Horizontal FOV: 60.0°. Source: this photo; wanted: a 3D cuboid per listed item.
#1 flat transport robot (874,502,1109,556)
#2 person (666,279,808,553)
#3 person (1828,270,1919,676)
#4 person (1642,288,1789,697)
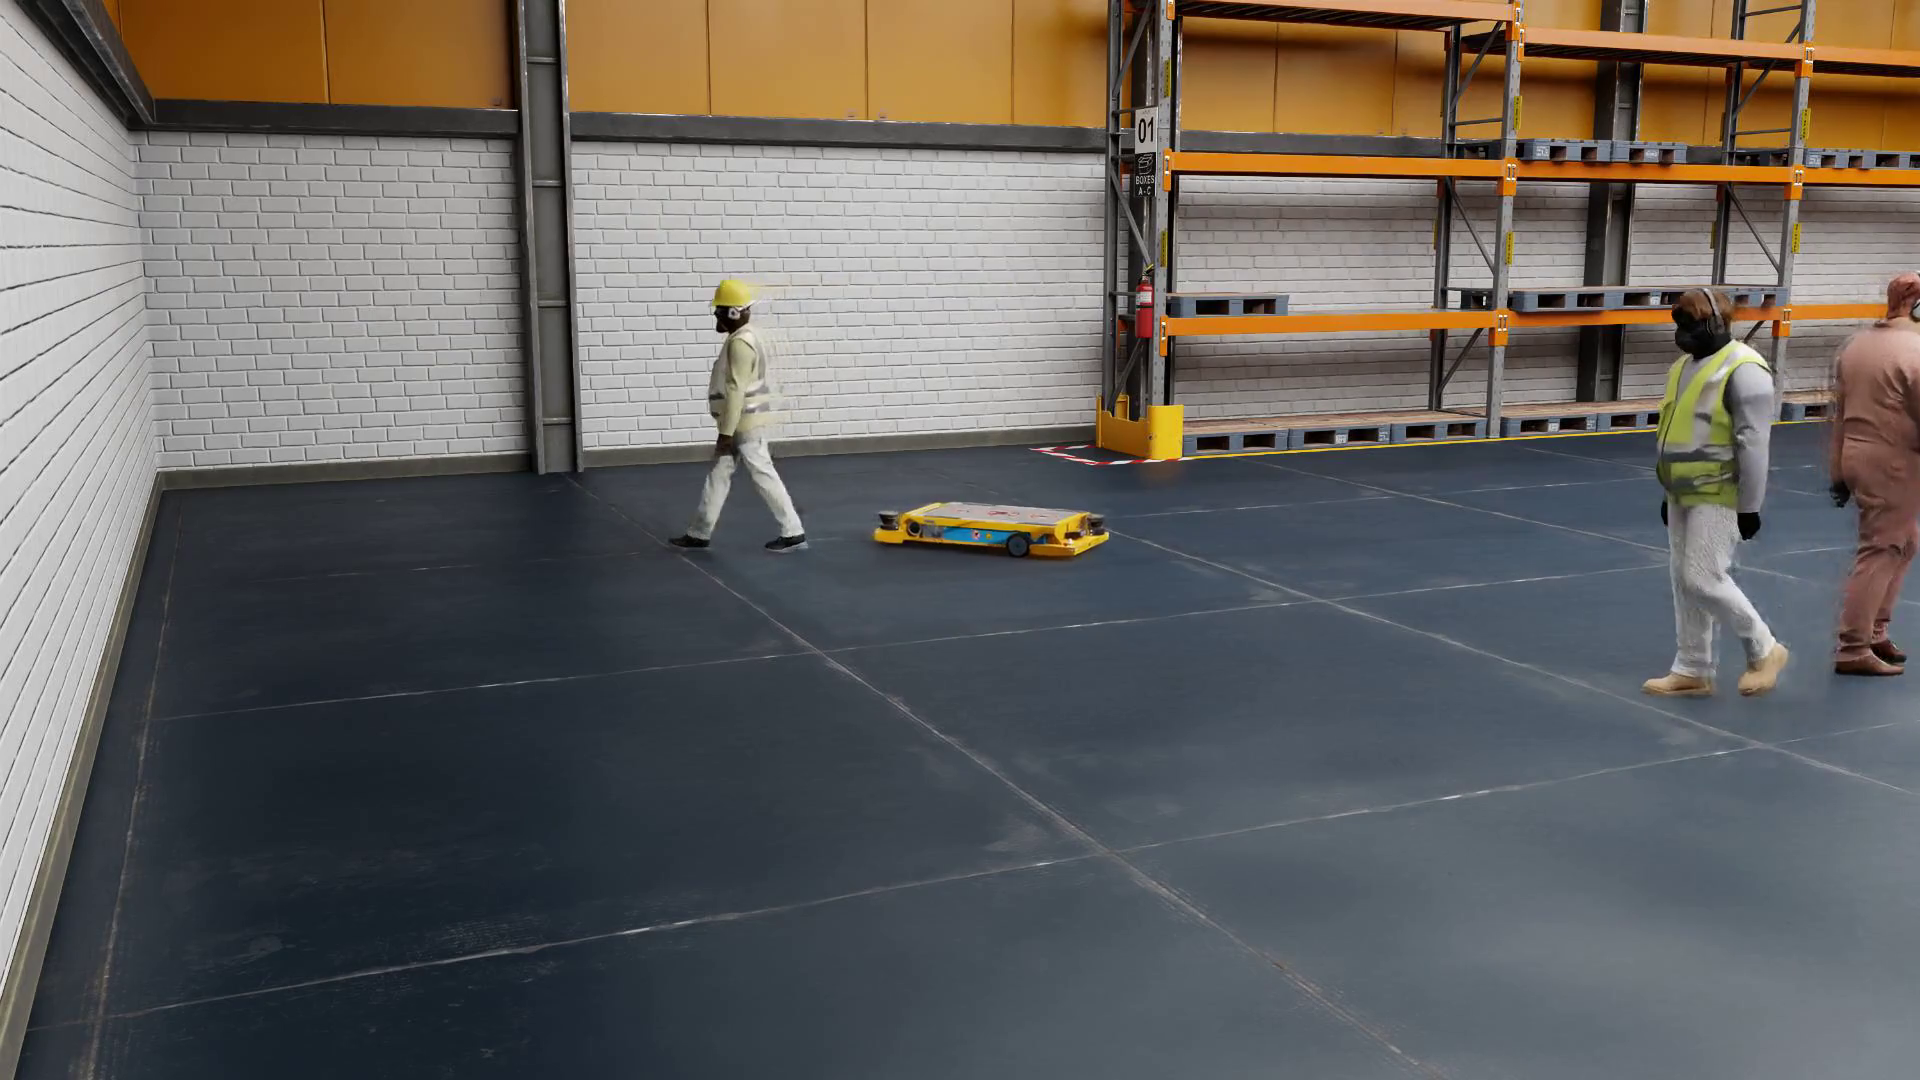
[{"bbox_3d":[0.211,-0.087,11.073,1.431,0.197,0.652,5,11,24],"label":"flat transport robot"},{"bbox_3d":[-1.422,-0.783,10.746,0.924,1.786,0.611,-1,10,-8],"label":"person"},{"bbox_3d":[4.392,-0.291,7.718,0.596,1.890,0.646,0,10,3],"label":"person"},{"bbox_3d":[3.318,-0.190,7.317,0.500,1.825,0.653,0,10,-3],"label":"person"}]
